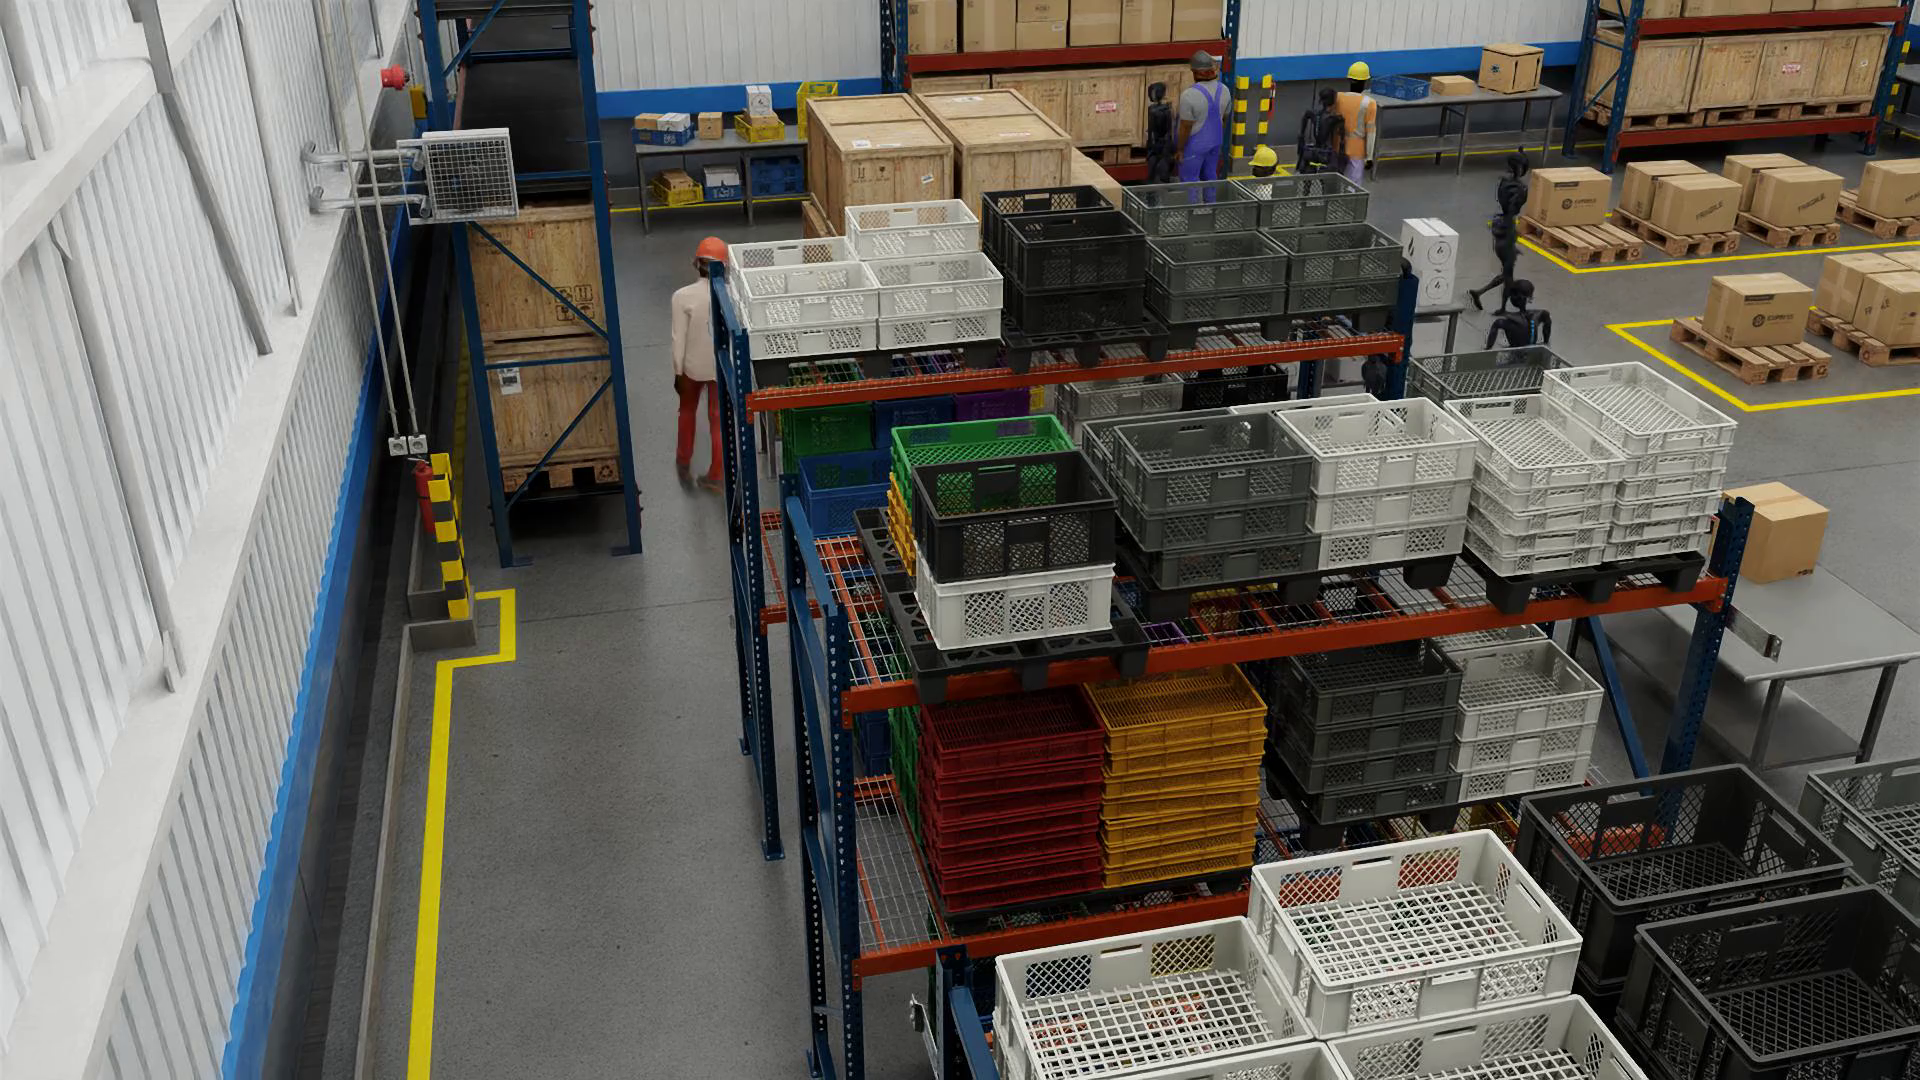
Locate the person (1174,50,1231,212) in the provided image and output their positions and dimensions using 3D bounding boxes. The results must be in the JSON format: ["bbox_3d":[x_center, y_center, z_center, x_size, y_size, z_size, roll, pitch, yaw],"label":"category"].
[{"bbox_3d":[2.630,-4.421,18.536,0.685,2.000,0.536,-18,33,-30],"label":"person"}]

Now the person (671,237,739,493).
[{"bbox_3d":[-1.966,-1.375,12.851,0.633,1.951,0.831,-13,30,-23],"label":"person"}]

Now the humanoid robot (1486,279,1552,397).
[{"bbox_3d":[4.301,-1.196,12.814,0.750,1.638,0.514,-6,28,-11],"label":"humanoid robot"}]

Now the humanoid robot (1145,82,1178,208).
[{"bbox_3d":[2.344,-4.354,18.825,0.554,1.639,0.604,-13,30,-22],"label":"humanoid robot"}]

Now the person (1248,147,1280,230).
[{"bbox_3d":[2.851,-2.864,15.874,0.314,1.768,0.524,4,28,8],"label":"person"}]

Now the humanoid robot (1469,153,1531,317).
[{"bbox_3d":[5.312,-2.978,16.192,0.488,1.637,0.646,6,28,12],"label":"humanoid robot"}]

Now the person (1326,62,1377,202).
[{"bbox_3d":[4.328,-4.329,18.480,0.584,1.928,0.365,20,34,33],"label":"person"}]

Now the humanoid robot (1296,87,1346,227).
[{"bbox_3d":[3.997,-4.188,18.477,0.602,1.652,0.353,19,33,32],"label":"humanoid robot"}]

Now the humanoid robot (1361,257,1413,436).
[{"bbox_3d":[3.413,-1.459,13.286,0.328,1.660,0.588,25,37,39],"label":"humanoid robot"}]
